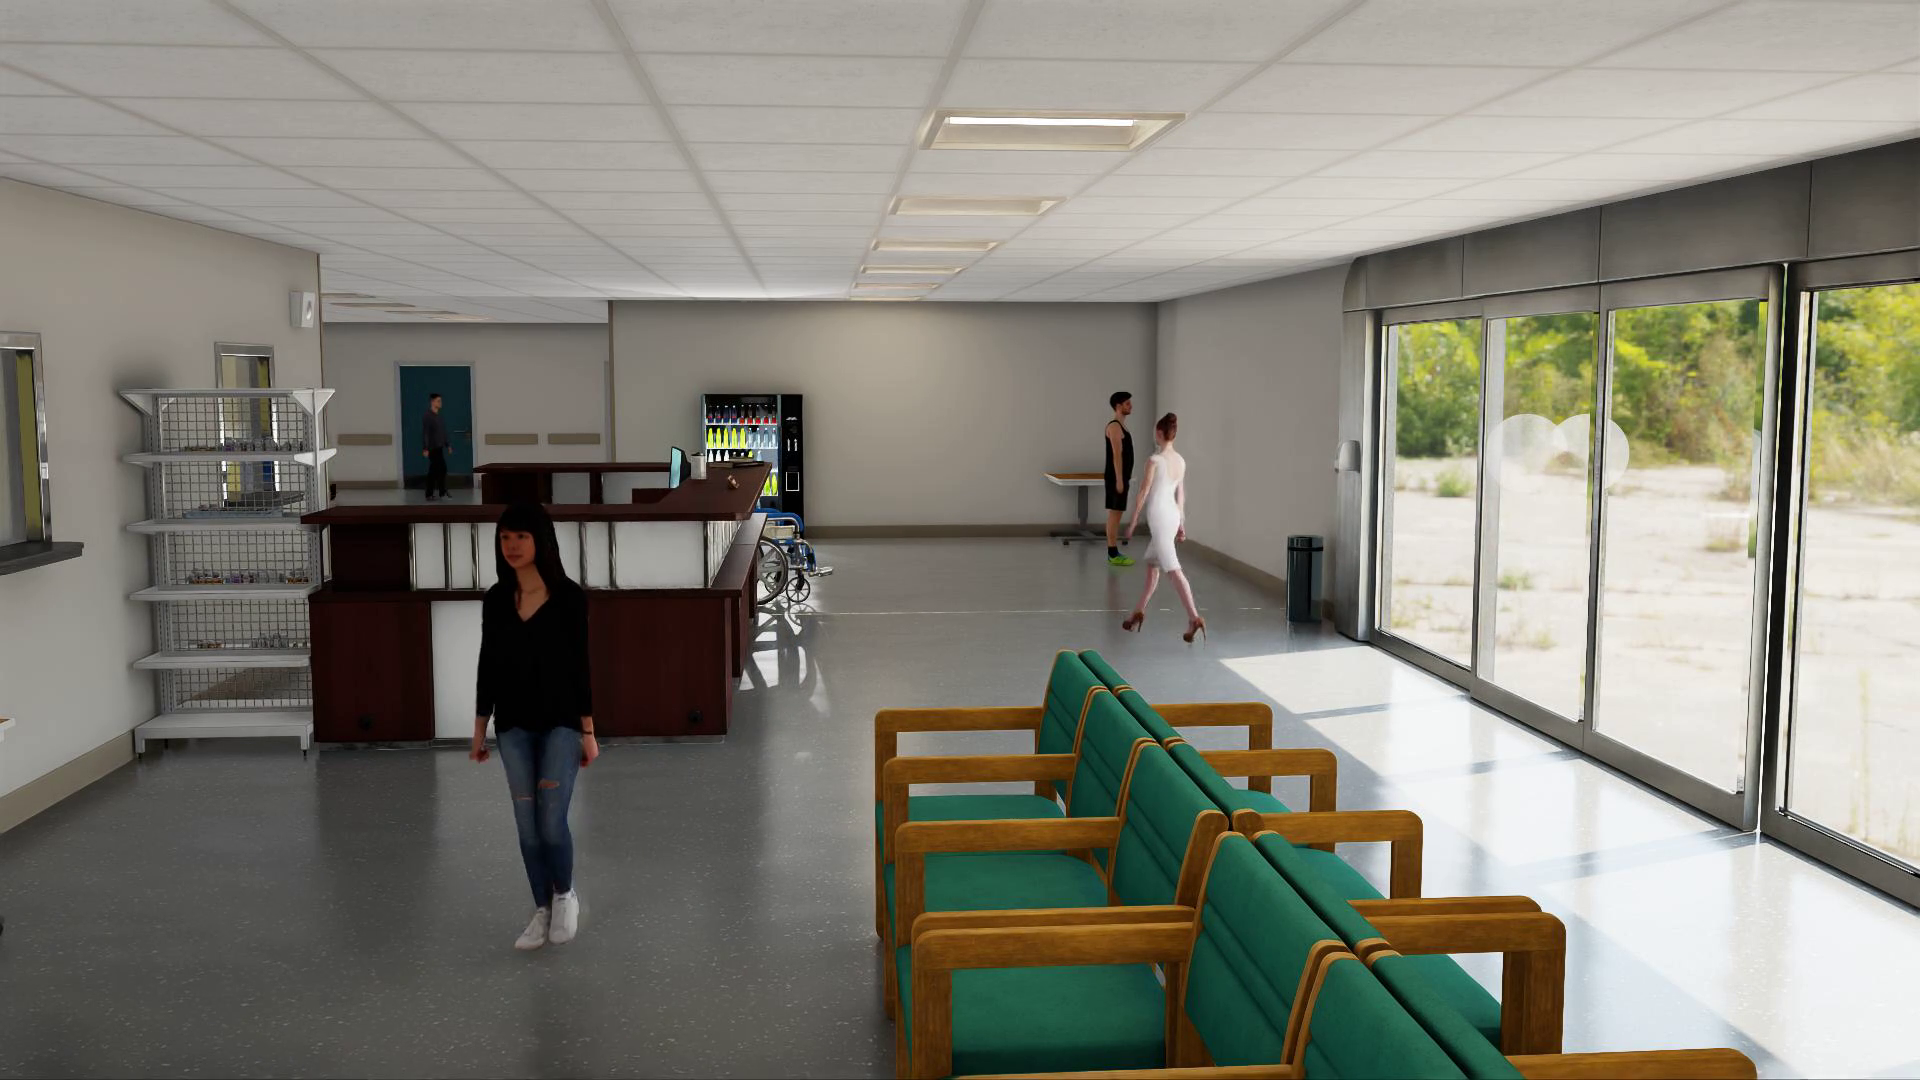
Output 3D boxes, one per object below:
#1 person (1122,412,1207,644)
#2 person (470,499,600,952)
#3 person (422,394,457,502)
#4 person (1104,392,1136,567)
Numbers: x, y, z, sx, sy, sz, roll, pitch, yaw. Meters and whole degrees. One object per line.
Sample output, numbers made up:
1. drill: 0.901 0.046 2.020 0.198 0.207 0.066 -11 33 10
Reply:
1. person: 1.615 -0.047 12.656 1.062 1.743 1.064 -6 8 -44
2. person: -1.508 0.667 6.096 0.579 1.636 0.707 1 6 10
3. person: -8.547 -1.475 26.846 0.844 1.744 0.715 0 6 5
4. person: 1.724 -0.678 18.188 0.652 1.891 0.722 1 6 6
